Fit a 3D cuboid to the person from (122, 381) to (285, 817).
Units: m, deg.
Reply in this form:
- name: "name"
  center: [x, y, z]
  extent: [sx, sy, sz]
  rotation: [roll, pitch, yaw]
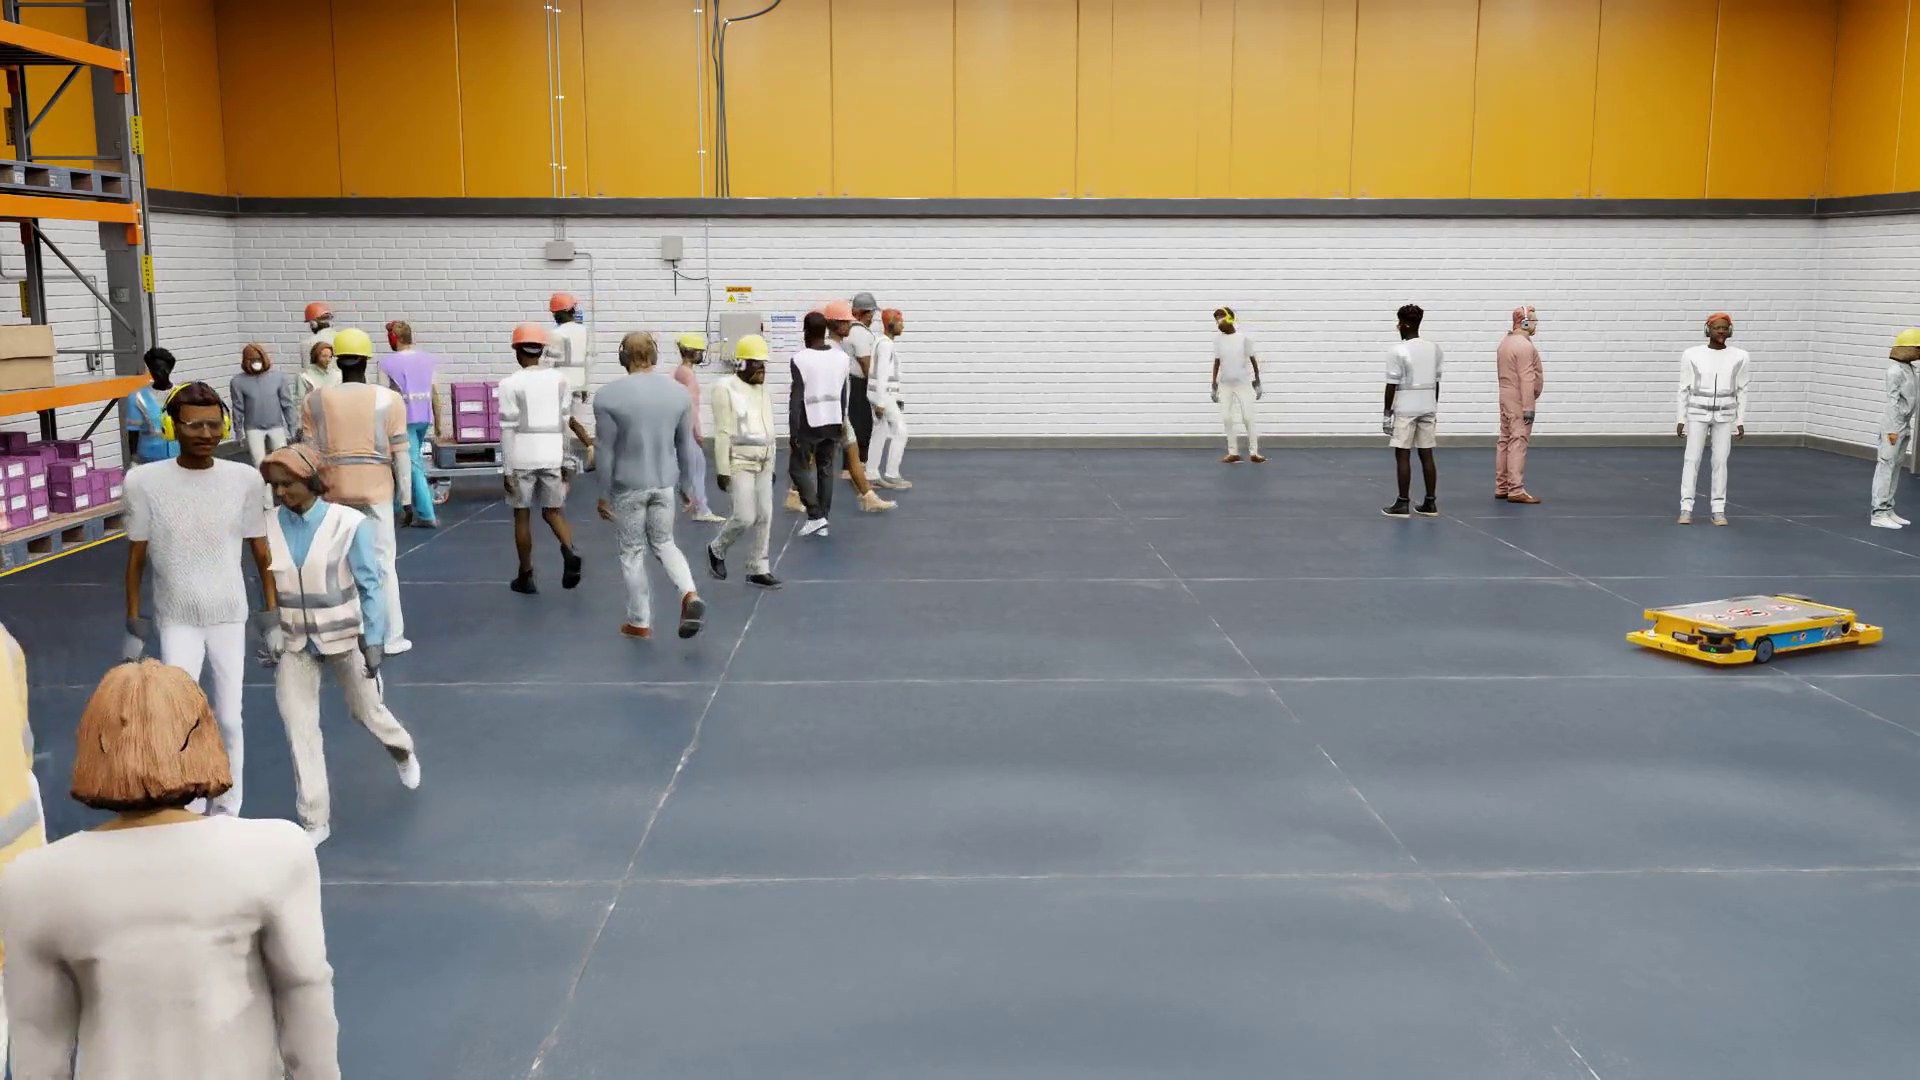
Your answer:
- name: "person"
  center: [-2.848, 0.327, 6.281]
  extent: [0.565, 1.851, 0.416]
  rotation: [-6, 11, -35]

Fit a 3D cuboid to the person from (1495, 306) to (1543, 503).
- name: "person"
  center: [5.455, -1.316, 16.189]
  extent: [0.407, 1.909, 0.638]
  rotation: [-1, 9, -3]

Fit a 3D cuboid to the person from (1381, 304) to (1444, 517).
- name: "person"
  center: [4.136, -1.178, 15.258]
  extent: [0.619, 1.944, 0.397]
  rotation: [-4, 10, -23]

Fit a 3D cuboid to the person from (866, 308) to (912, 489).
- name: "person"
  center: [-0.708, -1.438, 17.080]
  extent: [0.623, 1.862, 0.611]
  rotation: [-1, 9, -9]

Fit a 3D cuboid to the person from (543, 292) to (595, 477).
- name: "person"
  center: [-4.277, -1.679, 18.073]
  extent: [0.522, 2.024, 0.625]
  rotation: [4, 10, 24]

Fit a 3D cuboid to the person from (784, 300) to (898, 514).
- name: "person"
  center: [-1.148, -1.203, 15.282]
  extent: [1.075, 1.989, 0.624]
  rotation: [1, 9, 4]

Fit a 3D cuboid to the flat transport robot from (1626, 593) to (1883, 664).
- name: "flat transport robot"
  center: [4.759, 0.518, 9.949]
  extent: [1.431, 0.197, 0.652]
  rotation: [-5, 10, -26]

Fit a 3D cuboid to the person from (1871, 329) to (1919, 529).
- name: "person"
  center: [8.269, -0.980, 14.626]
  extent: [0.308, 1.744, 0.485]
  rotation: [9, 13, 44]

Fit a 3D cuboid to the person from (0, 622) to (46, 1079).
- name: "person"
  center: [-1.980, 0.782, 3.249]
  extent: [0.482, 1.926, 0.597]
  rotation: [-1, 9, -7]

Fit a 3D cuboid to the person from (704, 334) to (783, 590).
- name: "person"
  center: [-1.525, -0.547, 11.740]
  extent: [0.502, 1.813, 0.603]
  rotation: [6, 11, 35]

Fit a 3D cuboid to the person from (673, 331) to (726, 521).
- name: "person"
  center: [-2.560, -0.984, 14.773]
  extent: [0.863, 1.729, 0.542]
  rotation: [-2, 9, -13]

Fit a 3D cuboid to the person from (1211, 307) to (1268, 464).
- name: "person"
  center: [3.248, -1.783, 19.302]
  extent: [0.667, 1.828, 0.446]
  rotation: [6, 11, 31]

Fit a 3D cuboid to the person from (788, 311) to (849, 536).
- name: "person"
  center: [-1.213, -0.969, 14.043]
  extent: [0.615, 1.911, 0.494]
  rotation: [-8, 12, -39]

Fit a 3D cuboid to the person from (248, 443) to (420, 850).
- name: "person"
  center: [-2.523, 0.386, 6.701]
  extent: [0.531, 1.605, 0.773]
  rotation: [0, 9, 1]

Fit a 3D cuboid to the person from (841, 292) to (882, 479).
- name: "person"
  center: [-1.041, -1.676, 17.988]
  extent: [0.595, 2.000, 0.697]
  rotation: [-1, 9, -7]

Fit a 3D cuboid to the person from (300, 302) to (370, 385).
- name: "person"
  center: [-6.399, -1.456, 16.977]
  extent: [0.990, 1.921, 0.633]
  rotation: [7, 11, 35]

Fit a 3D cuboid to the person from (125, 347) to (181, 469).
- name: "person"
  center: [-5.970, -0.607, 12.525]
  extent: [0.551, 1.676, 0.517]
  rotation: [-4, 10, -23]

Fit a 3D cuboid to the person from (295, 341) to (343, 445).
- name: "person"
  center: [-6.040, -1.077, 15.668]
  extent: [0.520, 1.603, 0.827]
  rotation: [-9, 13, -44]

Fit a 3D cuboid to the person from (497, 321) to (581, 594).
- name: "person"
  center: [-2.896, -0.551, 11.487]
  extent: [0.551, 1.913, 0.655]
  rotation: [-8, 12, -39]

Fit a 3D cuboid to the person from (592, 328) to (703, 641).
- name: "person"
  center: [-1.857, -0.303, 9.974]
  extent: [0.634, 1.918, 0.685]
  rotation: [-7, 11, -36]

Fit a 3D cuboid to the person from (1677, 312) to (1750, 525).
- name: "person"
  center: [6.654, -1.067, 14.737]
  extent: [0.574, 1.884, 0.356]
  rotation: [3, 10, 17]

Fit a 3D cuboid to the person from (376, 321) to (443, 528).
- name: "person"
  center: [-4.943, -1.016, 14.660]
  extent: [0.965, 1.797, 0.584]
  rotation: [6, 11, 32]

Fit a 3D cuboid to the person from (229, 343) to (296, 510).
- name: "person"
  center: [-6.315, -0.991, 15.087]
  extent: [0.533, 1.607, 0.522]
  rotation: [-4, 10, -25]

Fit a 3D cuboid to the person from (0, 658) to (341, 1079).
- name: "person"
  center: [-1.319, 1.003, 2.816]
  extent: [0.514, 1.621, 0.436]
  rotation: [-2, 10, -13]

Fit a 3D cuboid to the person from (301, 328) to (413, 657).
- name: "person"
  center: [-3.498, -0.267, 9.702]
  extent: [0.593, 1.922, 0.387]
  rotation: [-2, 9, -11]

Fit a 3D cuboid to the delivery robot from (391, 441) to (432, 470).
- name: "delivery robot"
  center: [-5.711, -0.876, 17.341]
  extent: [0.477, 0.478, 0.707]
  rotation: [8, 12, 40]
